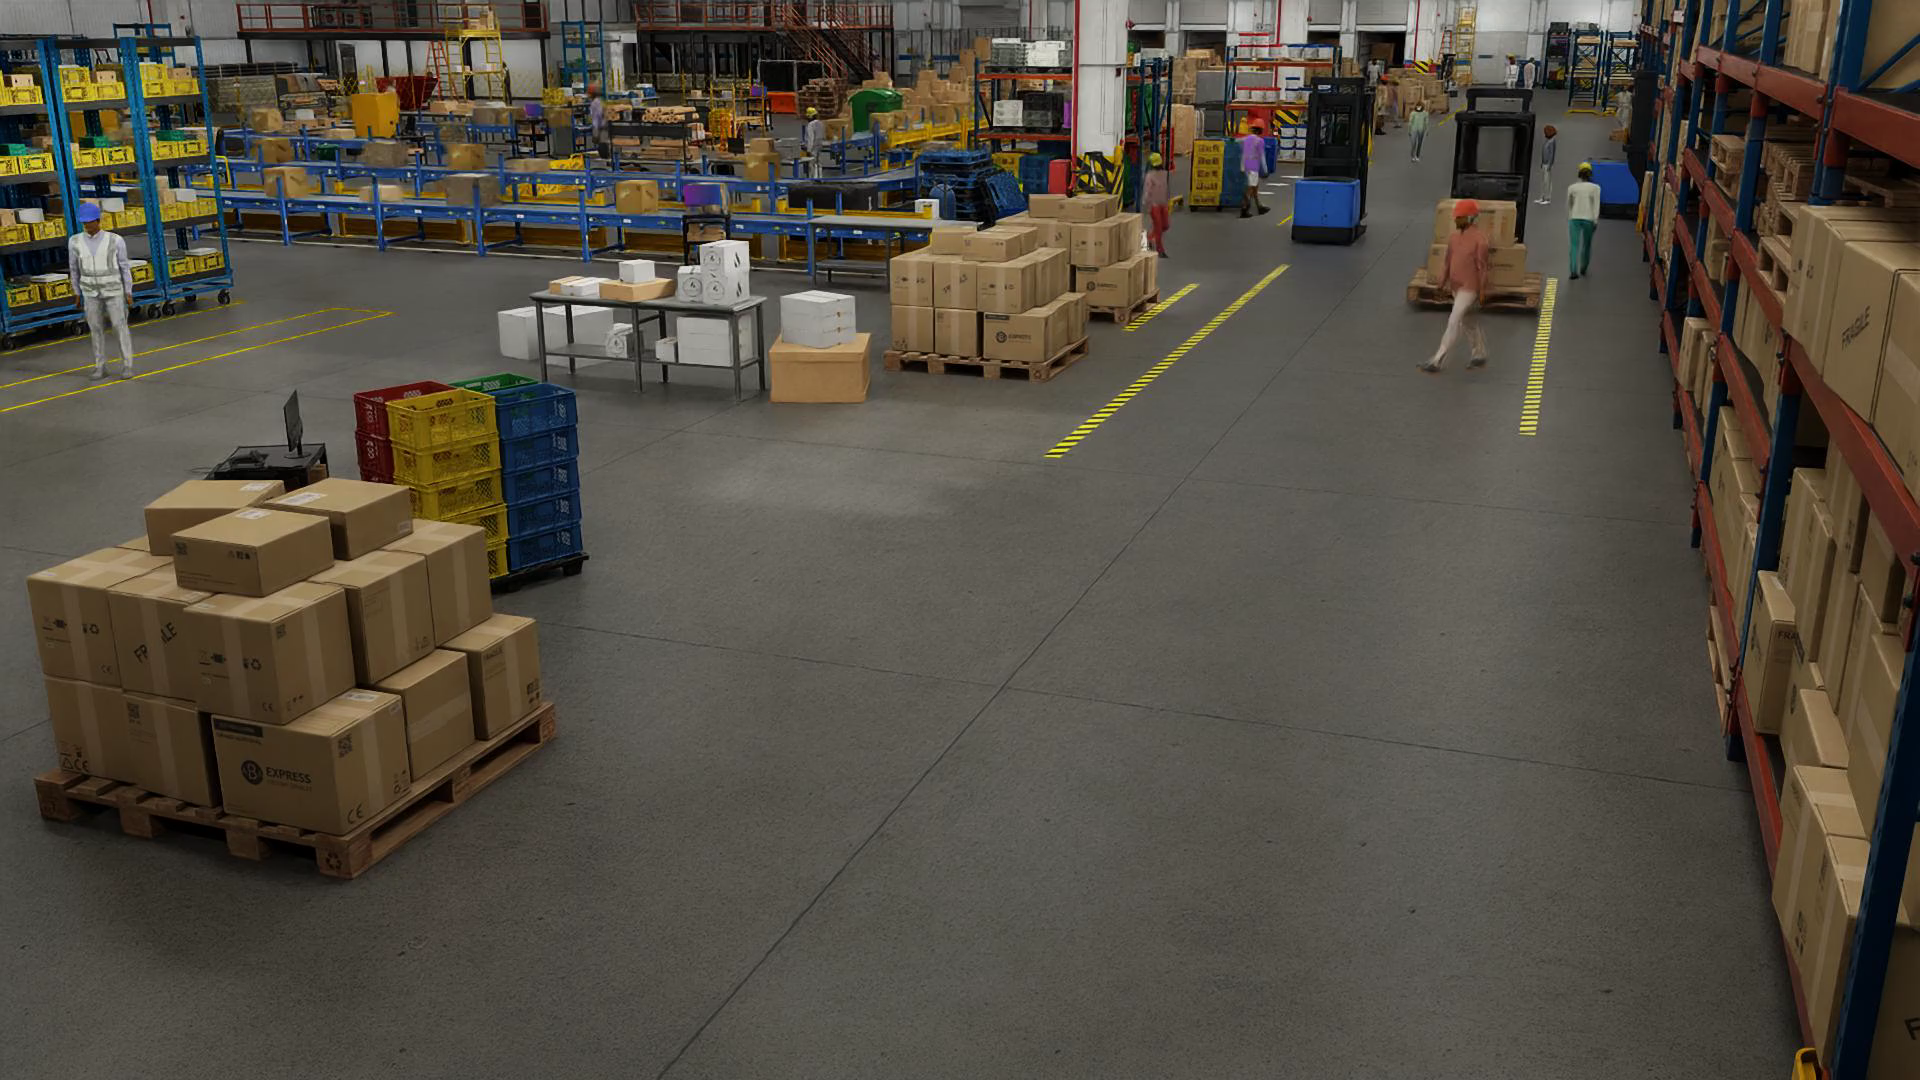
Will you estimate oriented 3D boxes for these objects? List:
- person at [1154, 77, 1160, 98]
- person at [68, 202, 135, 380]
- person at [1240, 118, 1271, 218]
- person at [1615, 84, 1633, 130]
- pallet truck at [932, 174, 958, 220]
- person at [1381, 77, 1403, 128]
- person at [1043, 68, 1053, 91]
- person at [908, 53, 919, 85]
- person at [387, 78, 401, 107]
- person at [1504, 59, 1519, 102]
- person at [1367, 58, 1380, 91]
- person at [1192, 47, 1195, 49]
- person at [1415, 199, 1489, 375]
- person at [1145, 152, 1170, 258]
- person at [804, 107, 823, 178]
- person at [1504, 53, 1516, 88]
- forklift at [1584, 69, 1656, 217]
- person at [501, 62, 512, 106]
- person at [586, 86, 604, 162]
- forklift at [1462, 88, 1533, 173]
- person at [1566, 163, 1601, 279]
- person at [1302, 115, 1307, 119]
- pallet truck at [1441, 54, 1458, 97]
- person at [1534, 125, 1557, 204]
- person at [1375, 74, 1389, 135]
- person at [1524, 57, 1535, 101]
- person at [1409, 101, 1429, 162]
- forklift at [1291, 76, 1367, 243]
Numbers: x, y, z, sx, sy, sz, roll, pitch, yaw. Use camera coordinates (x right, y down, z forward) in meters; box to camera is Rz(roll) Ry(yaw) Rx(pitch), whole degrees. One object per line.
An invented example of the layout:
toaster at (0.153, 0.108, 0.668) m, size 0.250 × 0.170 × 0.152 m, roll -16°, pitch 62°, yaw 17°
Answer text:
person at (7.444, -16.836, 62.732) m, size 0.451 × 1.848 × 0.551 m, roll 11°, pitch 21°, yaw 32°
person at (-9.384, -2.713, 18.197) m, size 0.616 × 1.942 × 0.408 m, roll -3°, pitch 18°, yaw -9°
person at (5.880, -7.308, 32.702) m, size 0.938 × 1.894 × 0.569 m, roll -9°, pitch 20°, yaw -25°
person at (21.839, -14.167, 54.704) m, size 0.425 × 1.623 × 0.532 m, roll -16°, pitch 23°, yaw -40°
pallet truck at (-0.507, -5.292, 27.348) m, size 0.653 × 1.274 × 1.630 m, roll 6°, pitch 19°, yaw 19°
person at (15.025, -15.219, 57.827) m, size 0.816 × 1.734 × 0.529 m, roll 8°, pitch 19°, yaw 24°
person at (3.340, -16.967, 63.029) m, size 0.392 × 1.920 × 0.587 m, roll 10°, pitch 20°, yaw 29°
person at (-2.510, -25.996, 91.761) m, size 0.912 × 1.696 × 0.500 m, roll -14°, pitch 22°, yaw -37°
person at (-18.165, -13.804, 53.154) m, size 0.707 × 1.883 × 0.664 m, roll -7°, pitch 19°, yaw -21°
person at (24.585, -20.505, 74.214) m, size 0.595 × 1.881 × 0.394 m, roll -3°, pitch 18°, yaw -11°
person at (18.850, -21.013, 75.823) m, size 0.530 × 1.869 × 0.311 m, roll 4°, pitch 18°, yaw 13°
person at (12.856, -26.301, 92.254) m, size 0.672 × 1.975 × 0.646 m, roll 13°, pitch 22°, yaw 35°
person at (5.587, -2.819, 18.549) m, size 1.035 × 1.937 × 0.654 m, roll -5°, pitch 18°, yaw -17°
person at (3.200, -5.492, 27.280) m, size 0.566 × 1.720 × 0.493 m, roll -16°, pitch 24°, yaw -42°
person at (-3.342, -8.928, 37.910) m, size 0.404 × 1.833 × 0.589 m, roll 6°, pitch 19°, yaw 19°
person at (27.267, -23.112, 82.363) m, size 0.618 × 1.899 × 0.660 m, roll -4°, pitch 18°, yaw -13°
forklift at (13.219, -7.740, 32.475) m, size 1.873 × 2.768 × 1.129 m, roll 6°, pitch 19°, yaw 18°
person at (-19.443, -19.524, 71.193) m, size 0.341 × 1.836 × 0.517 m, roll 10°, pitch 20°, yaw 28°
person at (-9.757, -11.168, 44.663) m, size 0.521 × 2.007 × 0.614 m, roll -5°, pitch 18°, yaw -15°
forklift at (7.940, -5.315, 24.855) m, size 1.129 × 2.768 × 1.873 m, roll 6°, pitch 19°, yaw 18°
person at (9.479, -4.866, 25.345) m, size 0.526 × 1.694 × 0.890 m, roll 10°, pitch 20°, yaw 28°
person at (12.473, -16.577, 61.821) m, size 1.027 × 1.911 × 0.625 m, roll -3°, pitch 18°, yaw -11°
pallet truck at (22.765, -21.886, 78.355) m, size 0.823 × 1.965 × 1.885 m, roll -4°, pitch 18°, yaw -14°
person at (12.339, -7.891, 34.974) m, size 0.279 × 1.633 × 0.498 m, roll 0°, pitch 18°, yaw 1°
person at (13.855, -14.267, 54.513) m, size 0.370 × 1.935 × 0.552 m, roll 10°, pitch 20°, yaw 28°
person at (25.577, -20.701, 74.734) m, size 0.378 × 1.937 × 0.629 m, roll -7°, pitch 19°, yaw -21°
person at (12.353, -11.010, 44.840) m, size 0.512 × 1.589 × 0.849 m, roll 4°, pitch 18°, yaw 13°
forklift at (6.598, -6.755, 29.381) m, size 1.129 × 2.768 × 1.873 m, roll 6°, pitch 19°, yaw 19°
